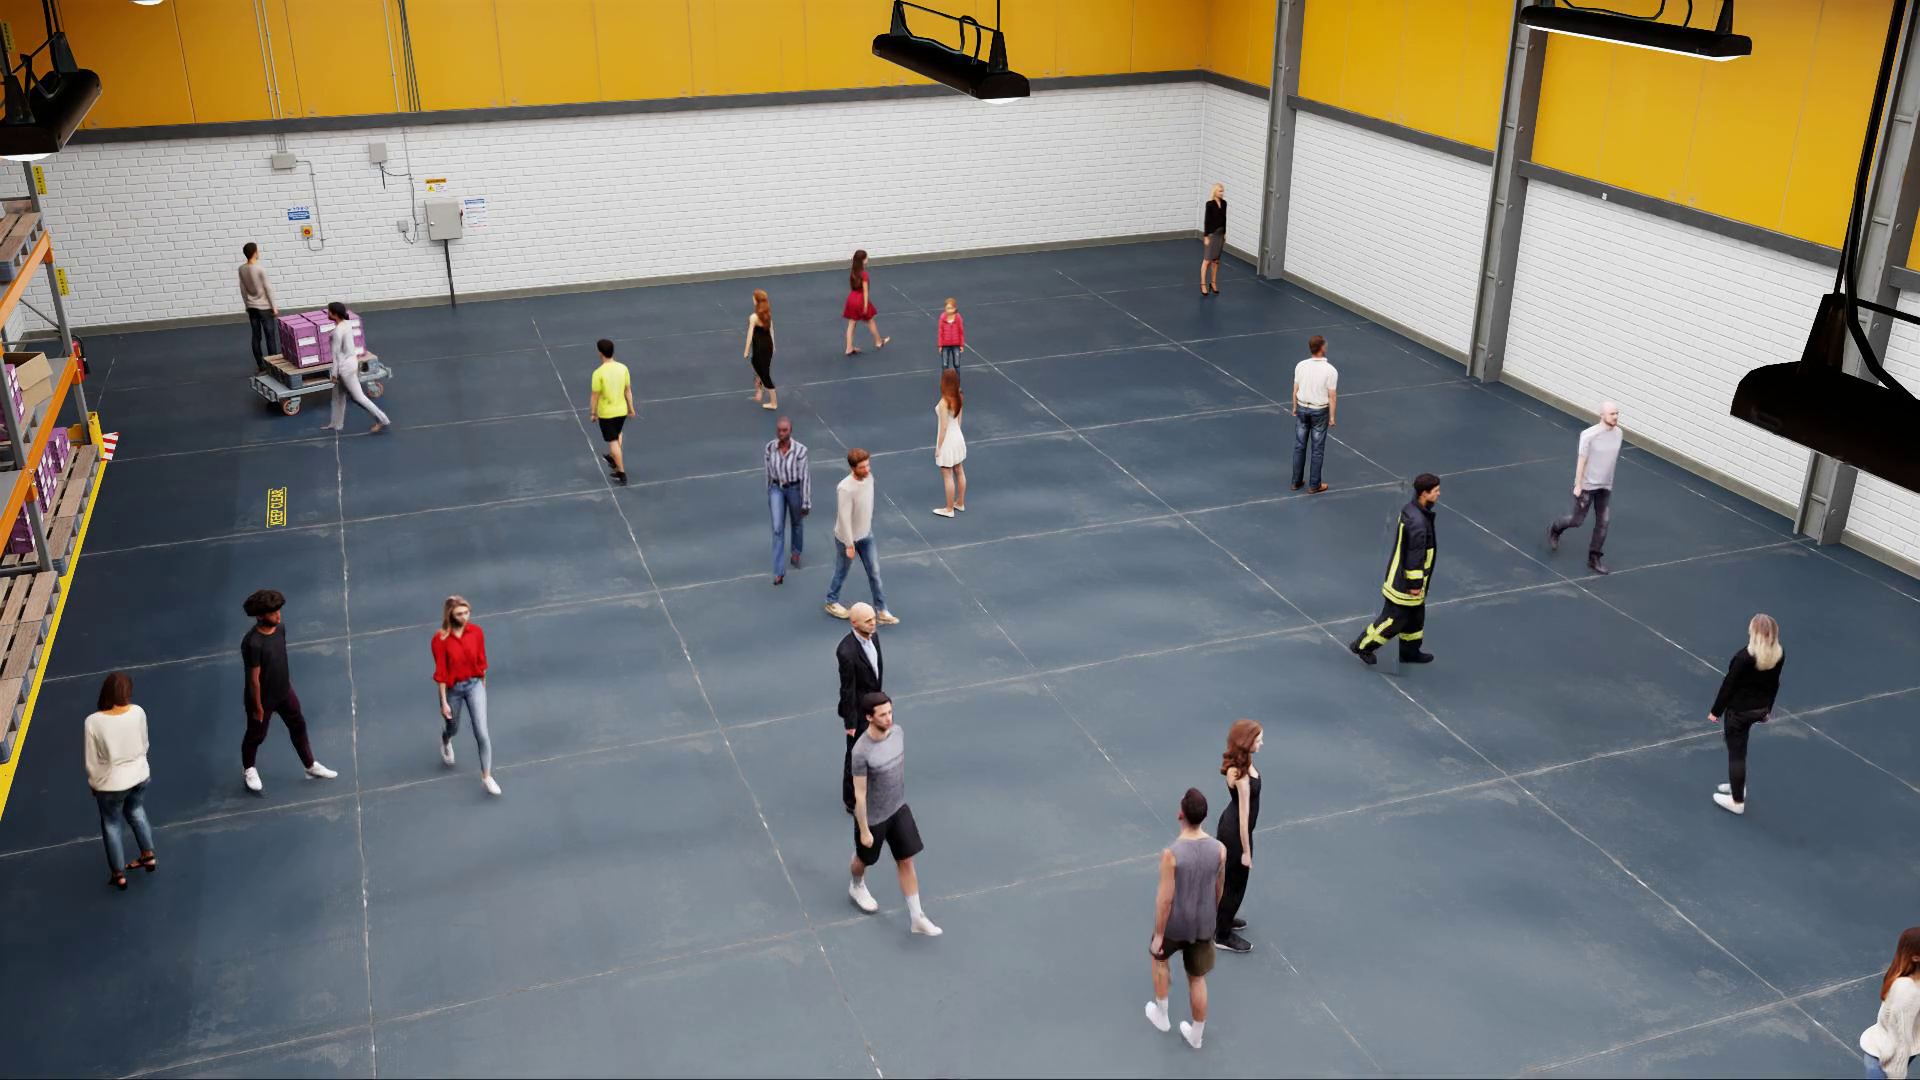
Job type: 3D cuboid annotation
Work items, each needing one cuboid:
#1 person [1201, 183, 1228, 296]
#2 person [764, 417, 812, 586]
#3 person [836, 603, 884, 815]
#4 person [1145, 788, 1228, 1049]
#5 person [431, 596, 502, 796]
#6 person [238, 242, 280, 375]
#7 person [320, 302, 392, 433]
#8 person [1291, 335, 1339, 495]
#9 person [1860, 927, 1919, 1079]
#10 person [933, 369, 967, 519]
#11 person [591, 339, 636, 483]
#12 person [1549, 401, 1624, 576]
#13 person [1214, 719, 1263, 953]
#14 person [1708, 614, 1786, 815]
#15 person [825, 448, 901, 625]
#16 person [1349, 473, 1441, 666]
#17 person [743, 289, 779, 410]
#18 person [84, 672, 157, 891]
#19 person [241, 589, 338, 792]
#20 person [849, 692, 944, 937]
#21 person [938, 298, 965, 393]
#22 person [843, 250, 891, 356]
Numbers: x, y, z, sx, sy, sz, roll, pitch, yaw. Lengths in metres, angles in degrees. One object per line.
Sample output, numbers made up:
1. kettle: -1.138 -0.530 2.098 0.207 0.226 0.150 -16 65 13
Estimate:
1. person: 4.146 -4.919 27.189 0.662 1.840 0.627 -15 28 -31
2. person: -1.752 -0.447 17.097 1.006 1.729 1.320 2 24 5
3. person: -0.764 1.298 13.017 0.817 1.799 0.763 11 26 24
4. person: 1.461 2.467 10.498 0.705 1.820 0.739 -6 24 -14
5. person: -4.042 1.209 13.373 0.835 1.677 1.160 -17 29 -33
6. person: -9.841 -3.259 23.359 0.744 1.865 0.763 7 24 15
7. person: -7.678 -2.158 21.038 0.919 1.707 1.149 -2 24 -4
8. person: 4.075 -1.465 19.274 0.707 1.851 0.808 15 28 31
9. person: 5.276 2.918 9.446 0.745 1.692 0.703 13 27 27
10. person: -0.102 -1.098 18.608 0.685 1.712 0.648 16 28 32
11. person: -4.064 -1.503 19.585 0.885 1.670 1.106 -19 30 -37
12. person: 6.546 -0.594 17.336 0.700 1.807 1.077 -7 25 -16
13. person: 1.893 2.010 11.456 0.717 1.745 0.589 2 24 4
14. person: 6.196 1.395 12.953 0.647 1.672 0.633 -12 26 -26
15. person: -1.087 -0.051 16.051 1.245 1.841 1.069 14 27 29
16. person: 4.036 0.287 15.186 1.155 1.914 1.138 5 24 11
17. person: -2.531 -2.484 21.908 0.898 1.607 0.828 12 26 25
18. person: -6.063 1.765 12.148 0.780 1.641 0.765 12 26 26
19. person: -5.602 1.197 13.330 1.037 1.734 1.027 7 25 17
20. person: -0.629 1.872 11.670 0.983 1.826 1.278 -20 31 -39
21. person: -0.122 -2.660 22.674 0.566 1.315 0.574 -1 24 -2
22. person: -1.523 -3.430 24.184 0.995 1.518 0.895 20 30 38
